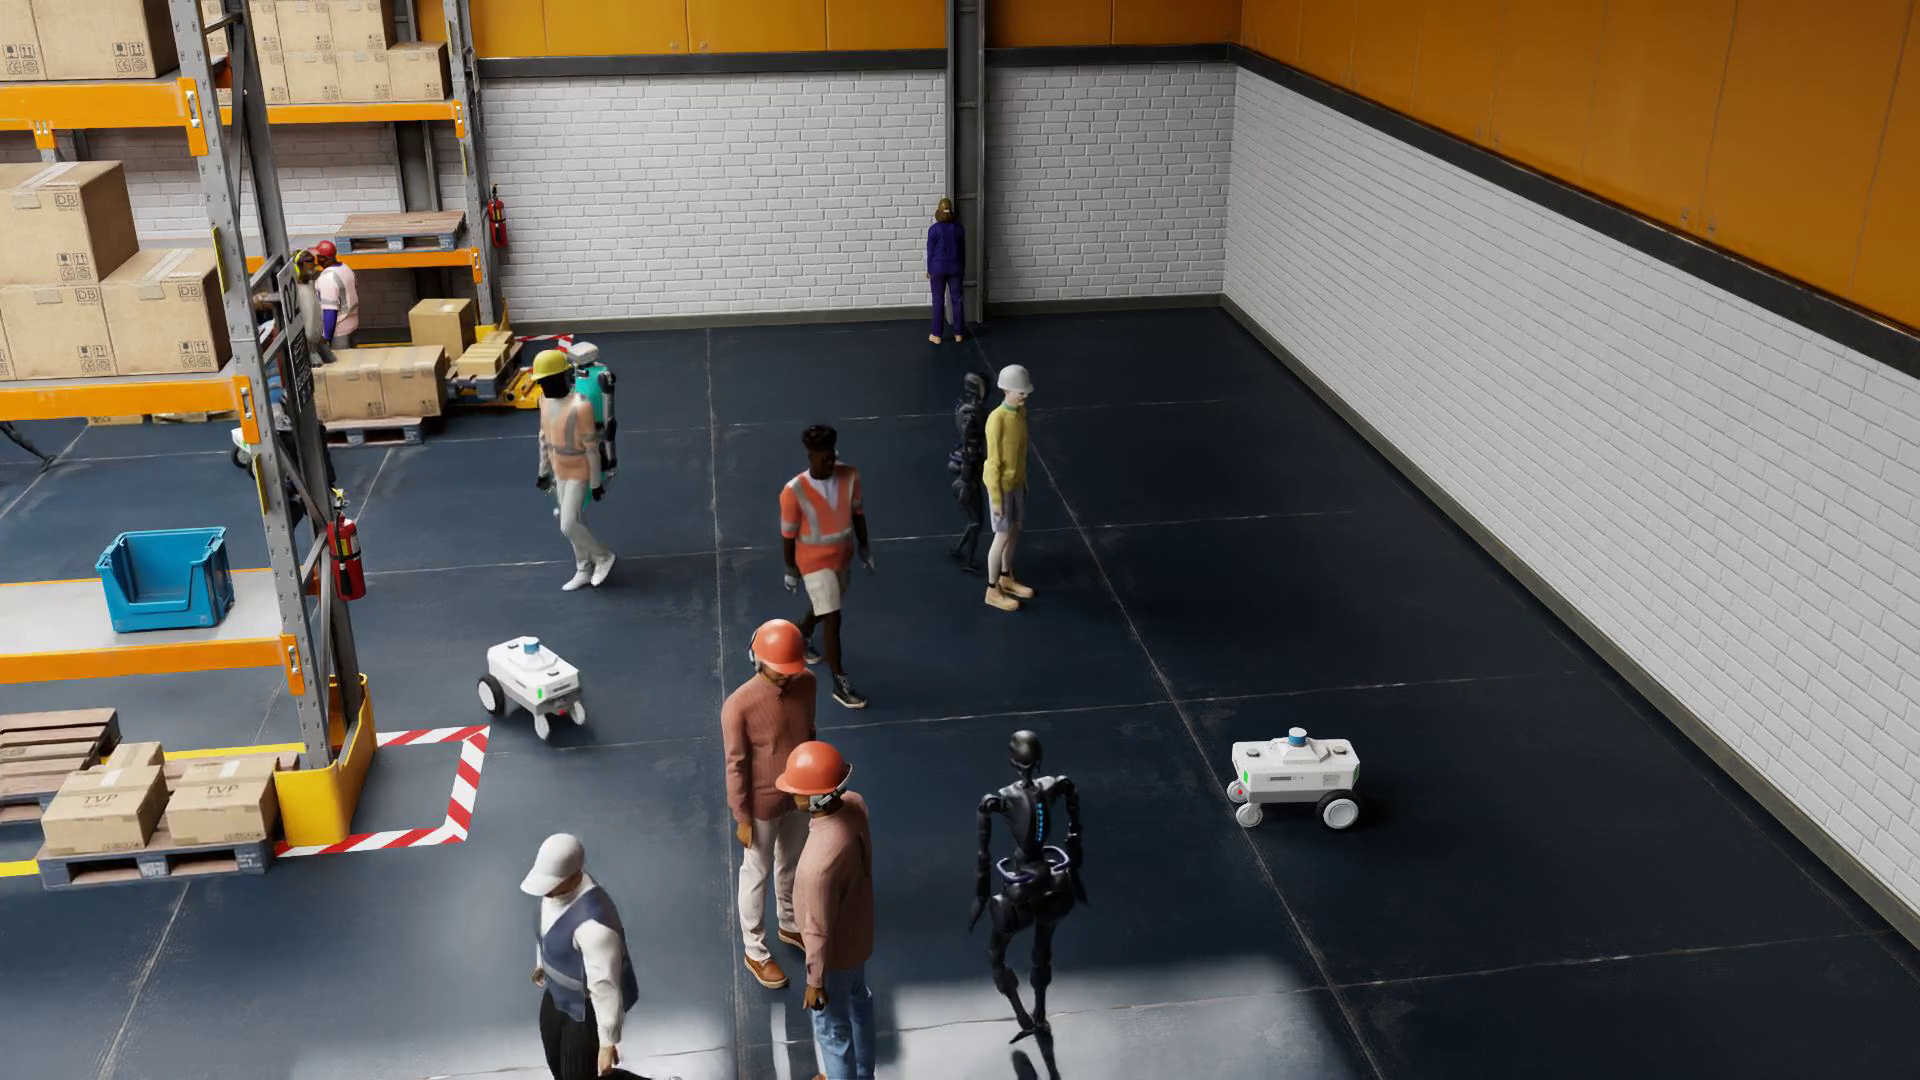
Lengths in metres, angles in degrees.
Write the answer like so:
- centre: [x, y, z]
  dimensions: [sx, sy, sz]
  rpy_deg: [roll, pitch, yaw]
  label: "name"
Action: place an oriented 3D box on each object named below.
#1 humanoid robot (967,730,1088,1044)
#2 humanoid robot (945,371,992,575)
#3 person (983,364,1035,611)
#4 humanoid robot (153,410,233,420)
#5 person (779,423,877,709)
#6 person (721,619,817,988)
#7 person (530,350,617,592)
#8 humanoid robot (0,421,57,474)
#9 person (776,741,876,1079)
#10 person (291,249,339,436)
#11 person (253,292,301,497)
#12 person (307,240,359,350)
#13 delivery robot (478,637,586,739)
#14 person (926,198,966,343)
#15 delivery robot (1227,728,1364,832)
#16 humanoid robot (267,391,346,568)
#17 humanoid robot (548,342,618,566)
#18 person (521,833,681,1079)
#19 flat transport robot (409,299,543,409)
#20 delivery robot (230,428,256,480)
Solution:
- centre: [0.351, 1.660, 7.852]
  dimensions: [0.616, 1.643, 0.387]
  rpy_deg: [-11, 26, -23]
  label: "humanoid robot"
- centre: [0.055, -0.527, 12.851]
  dimensions: [0.374, 1.644, 0.613]
  rpy_deg: [6, 24, 13]
  label: "humanoid robot"
- centre: [0.357, -0.407, 12.324]
  dimensions: [0.419, 1.883, 0.497]
  rpy_deg: [13, 27, 27]
  label: "person"
- centre: [-7.381, -1.927, 15.963]
  dimensions: [0.984, 1.728, 0.542]
  rpy_deg: [-8, 25, -17]
  label: "humanoid robot"
- centre: [-0.930, 0.096, 11.124]
  dimensions: [0.611, 1.927, 0.952]
  rpy_deg: [-21, 31, -39]
  label: "person"
- centre: [-0.902, 1.288, 8.331]
  dimensions: [0.397, 1.984, 0.610]
  rpy_deg: [19, 30, 36]
  label: "person"
- centre: [-2.949, -0.508, 12.521]
  dimensions: [0.600, 1.902, 0.429]
  rpy_deg: [21, 31, 39]
  label: "person"
- centre: [-8.482, -1.261, 14.600]
  dimensions: [0.586, 1.621, 0.825]
  rpy_deg: [20, 31, 38]
  label: "humanoid robot"
- centre: [-0.569, 1.752, 7.277]
  dimensions: [0.403, 1.986, 0.610]
  rpy_deg: [5, 24, 11]
  label: "person"
- centre: [-5.999, -1.830, 15.609]
  dimensions: [0.640, 1.838, 0.535]
  rpy_deg: [2, 24, 5]
  label: "person"
- centre: [-5.976, -1.293, 14.459]
  dimensions: [0.708, 1.786, 0.672]
  rpy_deg: [5, 24, 12]
  label: "person"
- centre: [-6.080, -2.063, 16.247]
  dimensions: [0.419, 1.756, 0.604]
  rpy_deg: [0, 24, 1]
  label: "person"
- centre: [-2.795, 0.914, 10.929]
  dimensions: [0.499, 0.570, 0.750]
  rpy_deg: [-21, 31, -39]
  label: "delivery robot"
- centre: [-0.157, -3.005, 18.555]
  dimensions: [0.449, 1.623, 0.340]
  rpy_deg: [-7, 25, -15]
  label: "person"
- centre: [1.994, 1.399, 9.861]
  dimensions: [0.802, 0.601, 0.499]
  rpy_deg: [-1, 24, -3]
  label: "delivery robot"
- centre: [-4.998, -0.361, 12.543]
  dimensions: [0.814, 1.633, 0.594]
  rpy_deg: [14, 27, 29]
  label: "humanoid robot"
- centre: [-2.992, -0.627, 12.965]
  dimensions: [0.554, 1.768, 0.678]
  rpy_deg: [21, 31, 39]
  label: "humanoid robot"
- centre: [-1.575, 1.954, 7.123]
  dimensions: [0.589, 1.733, 0.763]
  rpy_deg: [-16, 28, -32]
  label: "person"
- centre: [-4.922, -1.519, 16.856]
  dimensions: [1.431, 0.231, 0.659]
  rpy_deg: [0, 24, 0]
  label: "flat transport robot"
- centre: [-6.199, -0.872, 15.045]
  dimensions: [0.781, 0.610, 0.517]
  rpy_deg: [-19, 30, -36]
  label: "delivery robot"
